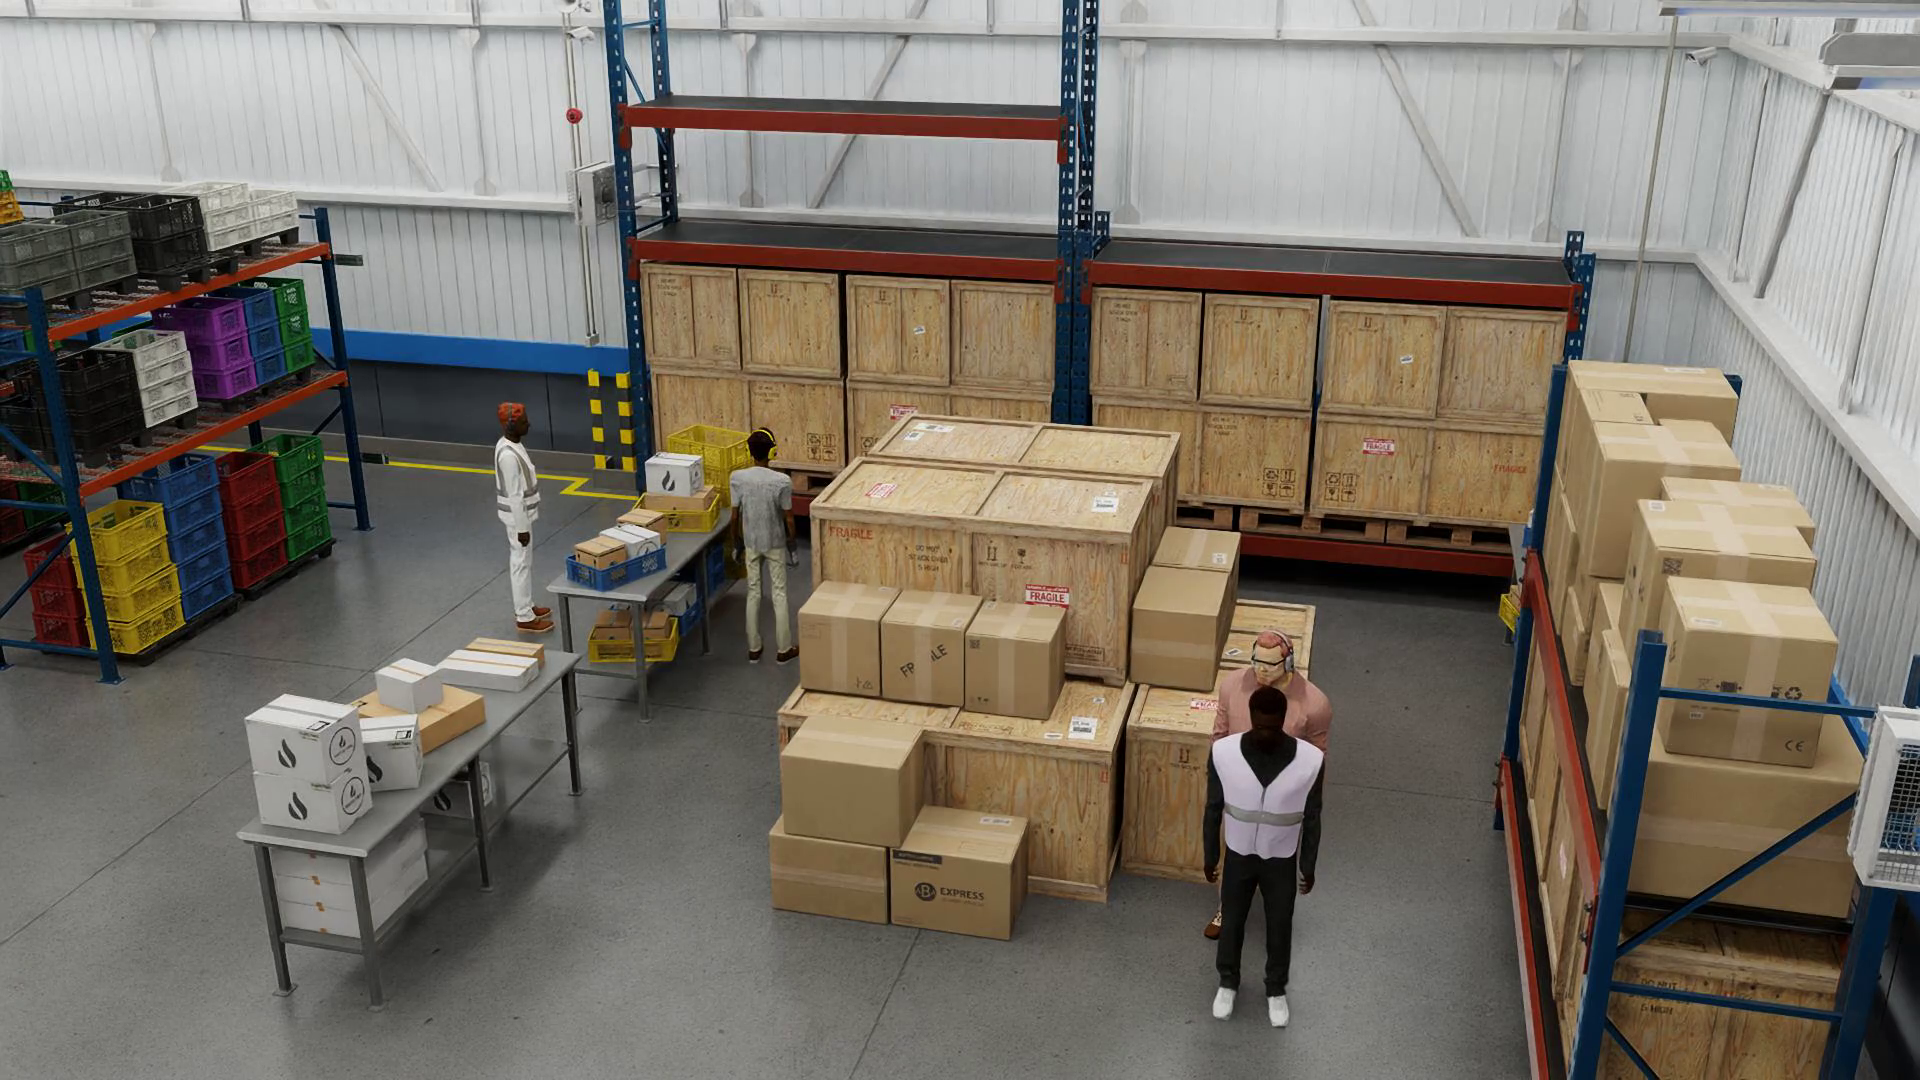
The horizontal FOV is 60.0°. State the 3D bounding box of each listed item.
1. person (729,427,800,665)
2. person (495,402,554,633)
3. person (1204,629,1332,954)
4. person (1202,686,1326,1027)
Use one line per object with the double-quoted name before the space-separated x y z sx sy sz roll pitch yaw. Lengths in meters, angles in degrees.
"person" -1.482 0.052 12.662 0.536 1.860 0.314 4 21 10
"person" -3.496 -0.185 13.250 0.347 1.882 0.584 -6 22 -14
"person" 1.662 1.377 9.132 0.655 1.906 0.407 11 23 26
"person" 1.540 1.600 8.549 0.591 1.912 0.386 4 21 10
